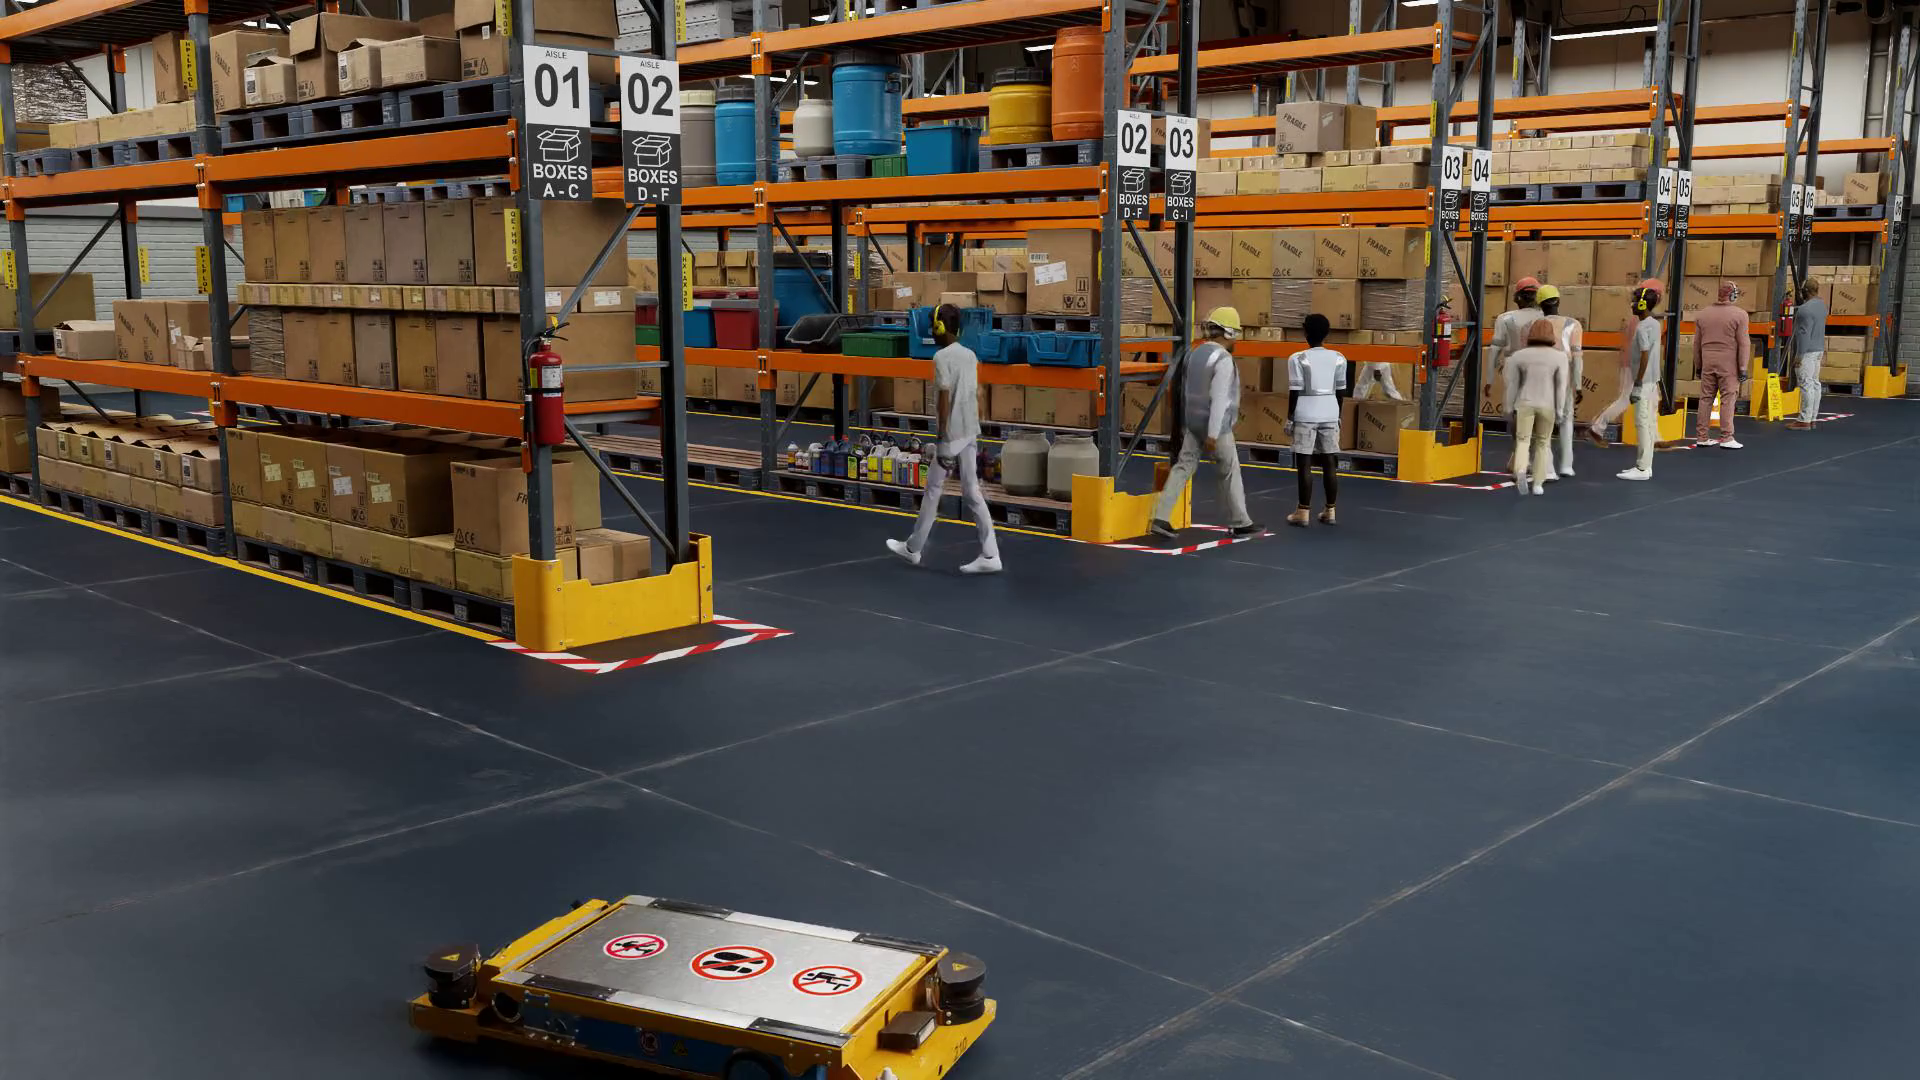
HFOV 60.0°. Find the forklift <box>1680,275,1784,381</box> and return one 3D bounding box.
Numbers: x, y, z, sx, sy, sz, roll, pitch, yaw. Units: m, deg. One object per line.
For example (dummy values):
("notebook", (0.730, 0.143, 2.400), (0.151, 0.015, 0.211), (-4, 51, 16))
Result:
("forklift", (12.480, -3.427, 27.053), (1.214, 2.155, 2.313), (9, 13, 43))

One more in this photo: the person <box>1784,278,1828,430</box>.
("person", (10.852, -2.379, 21.294), (0.628, 1.936, 0.377), (-9, 13, -43))

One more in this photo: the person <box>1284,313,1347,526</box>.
("person", (2.847, -0.968, 13.362), (0.540, 1.697, 0.317), (-3, 10, -20))

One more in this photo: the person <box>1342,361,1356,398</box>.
("person", (4.914, -2.366, 21.260), (0.390, 1.920, 0.588), (8, 12, 40))

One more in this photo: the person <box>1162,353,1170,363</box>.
("person", (2.603, -2.196, 21.160), (0.595, 1.606, 0.519), (4, 10, 22))

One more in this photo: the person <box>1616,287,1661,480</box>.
("person", (6.664, -1.530, 16.283), (0.335, 1.873, 0.521), (6, 11, 35))

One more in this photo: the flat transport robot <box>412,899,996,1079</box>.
("flat transport robot", (-0.685, 1.216, 4.470), (1.431, 0.197, 0.652), (4, 10, 22))

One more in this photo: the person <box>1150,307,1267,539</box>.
("person", (1.864, -0.875, 12.611), (0.961, 1.777, 0.603), (-4, 10, -21))

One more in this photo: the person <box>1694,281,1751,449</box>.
("person", (8.759, -2.006, 19.096), (0.402, 1.906, 0.652), (-6, 11, -34))

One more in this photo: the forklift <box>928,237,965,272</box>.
("forklift", (-0.326, -5.817, 39.609), (1.129, 2.768, 1.873), (9, 13, 43))

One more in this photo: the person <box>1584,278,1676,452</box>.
("person", (7.618, -1.980, 18.838), (0.930, 1.958, 0.666), (6, 11, 31))

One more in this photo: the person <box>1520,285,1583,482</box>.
("person", (5.749, -1.517, 16.136), (0.624, 1.886, 0.732), (6, 11, 32))

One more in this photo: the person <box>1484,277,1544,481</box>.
("person", (5.540, -1.589, 16.343), (0.651, 1.984, 1.064), (1, 9, 4))

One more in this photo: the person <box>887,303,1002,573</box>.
("person", (-0.095, -0.690, 11.315), (0.940, 1.809, 0.600), (6, 11, 32))

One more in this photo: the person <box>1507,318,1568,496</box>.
("person", (5.175, -1.183, 14.963), (0.504, 1.613, 0.697), (4, 10, 23))

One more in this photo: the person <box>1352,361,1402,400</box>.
("person", (5.145, -2.171, 20.362), (1.024, 1.834, 0.597), (5, 11, 30))
